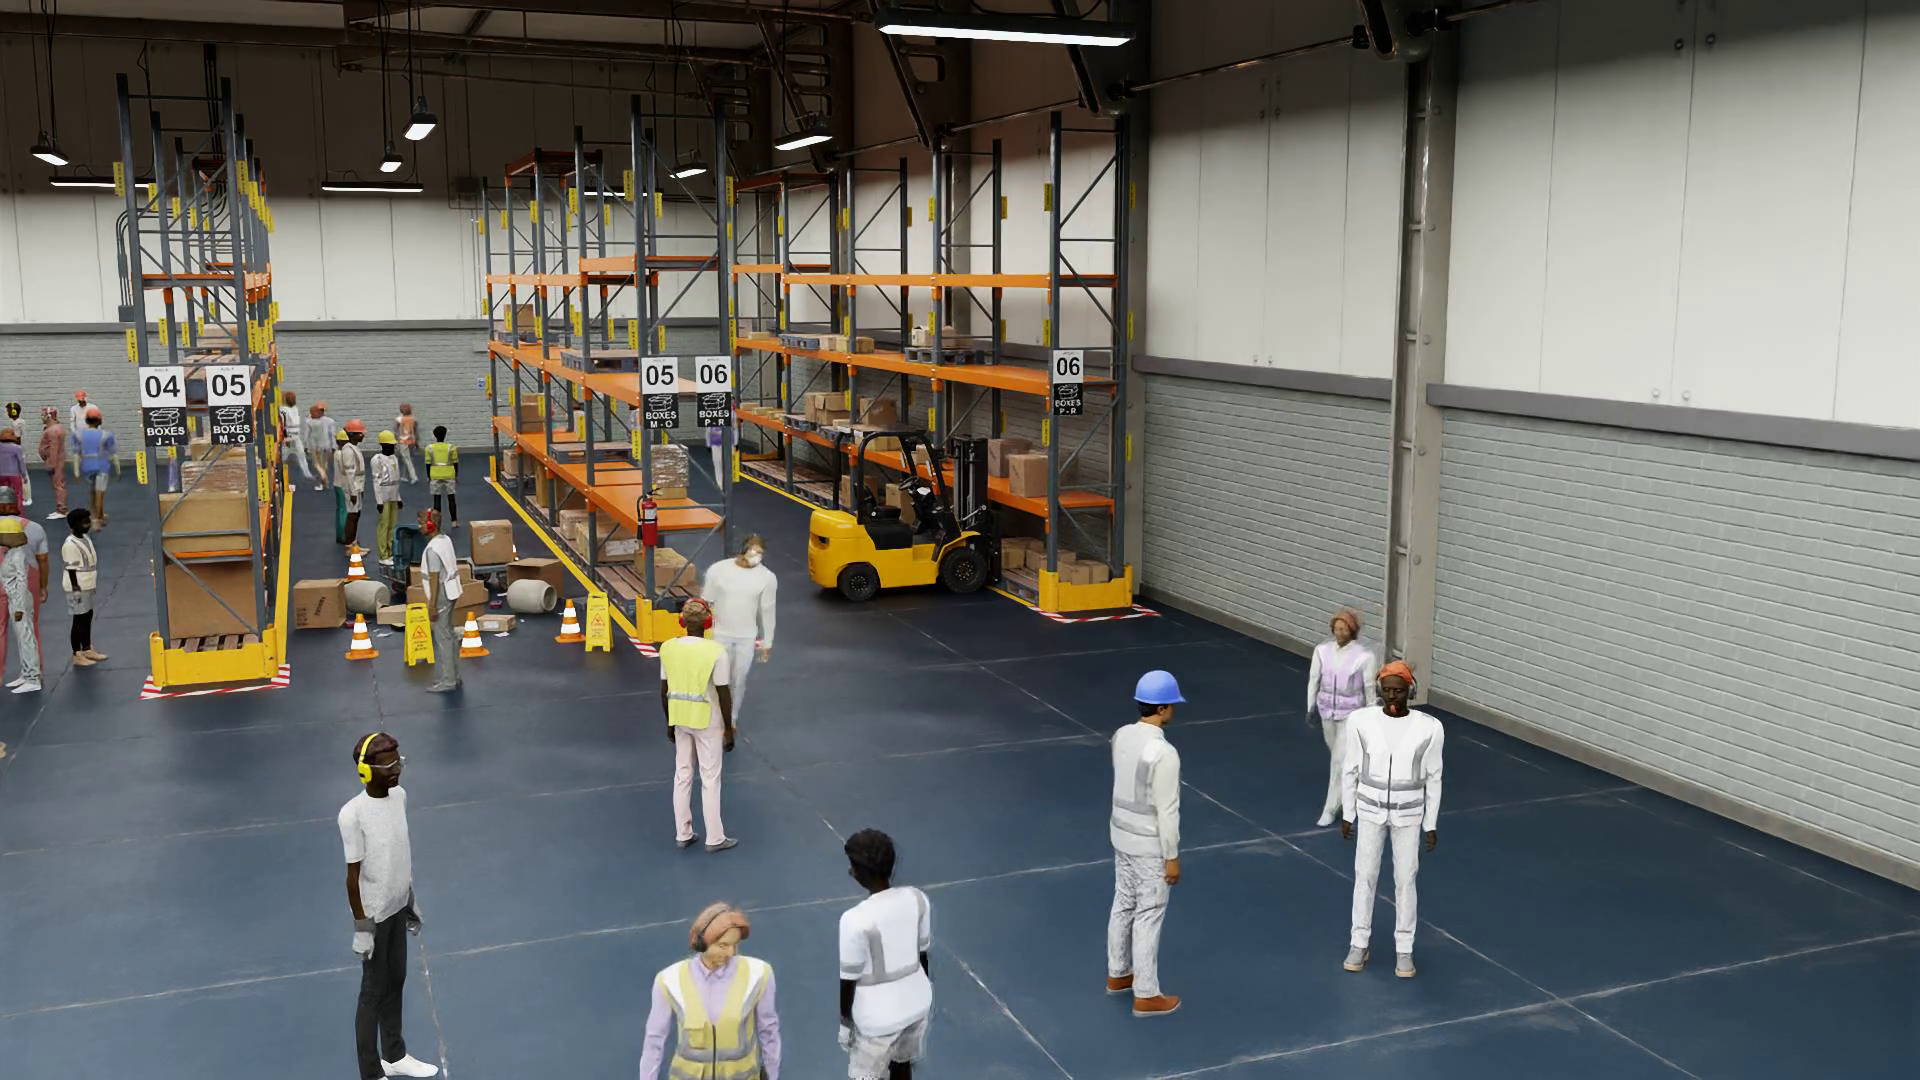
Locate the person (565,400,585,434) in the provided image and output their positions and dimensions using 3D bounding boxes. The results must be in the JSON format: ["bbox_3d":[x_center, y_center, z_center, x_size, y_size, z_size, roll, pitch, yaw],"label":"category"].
[{"bbox_3d":[-7.888,-2.099,34.135,0.266,1.631,0.507,6,11,35],"label":"person"}]

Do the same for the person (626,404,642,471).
[{"bbox_3d":[-6.403,-2.002,32.951,0.405,1.824,0.586,-3,10,-20],"label":"person"}]

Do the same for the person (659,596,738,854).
[{"bbox_3d":[-1.878,1.327,11.892,0.569,1.849,0.384,4,10,24],"label":"person"}]

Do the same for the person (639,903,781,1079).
[{"bbox_3d":[-1.012,2.263,6.723,0.579,1.610,0.641,-1,9,-5],"label":"person"}]

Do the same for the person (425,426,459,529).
[{"bbox_3d":[-8.441,-1.019,27.135,0.530,1.697,0.321,-2,9,-14],"label":"person"}]

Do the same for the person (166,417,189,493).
[{"bbox_3d":[-14.995,-1.838,31.919,0.532,1.827,0.838,0,9,-1],"label":"person"}]

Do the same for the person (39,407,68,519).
[{"bbox_3d":[-15.432,-1.308,28.304,0.409,1.908,0.639,-4,10,-21],"label":"person"}]

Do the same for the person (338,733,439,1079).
[{"bbox_3d":[-2.884,1.877,8.371,0.328,1.872,0.514,2,9,11],"label":"person"}]

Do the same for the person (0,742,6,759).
[{"bbox_3d":[-8.433,0.942,14.216,0.355,1.882,0.576,-5,10,-27],"label":"person"}]

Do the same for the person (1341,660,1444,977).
[{"bbox_3d":[2.541,1.639,9.831,0.574,1.883,0.356,3,10,19],"label":"person"}]

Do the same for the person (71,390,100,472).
[{"bbox_3d":[-18.402,-2.285,34.979,0.573,1.739,0.350,-1,9,-8],"label":"person"}]

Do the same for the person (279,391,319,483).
[{"bbox_3d":[-13.372,-2.049,33.205,1.001,1.837,0.593,2,9,14],"label":"person"}]

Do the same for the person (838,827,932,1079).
[{"bbox_3d":[-0.269,2.125,7.433,0.586,1.668,0.574,9,13,44],"label":"person"}]

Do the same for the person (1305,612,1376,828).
[{"bbox_3d":[2.920,1.322,12.718,0.526,1.600,0.832,7,11,38],"label":"person"}]

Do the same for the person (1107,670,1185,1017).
[{"bbox_3d":[1.061,1.687,9.370,0.421,1.939,0.609,-4,10,-22],"label":"person"}]

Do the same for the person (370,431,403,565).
[{"bbox_3d":[-8.185,-0.608,23.826,0.365,1.928,0.586,2,9,11],"label":"person"}]

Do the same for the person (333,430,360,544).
[{"bbox_3d":[-9.496,-0.819,25.664,0.331,1.768,0.526,-6,11,-32],"label":"person"}]

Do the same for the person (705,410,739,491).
[{"bbox_3d":[-4.569,-1.846,31.915,0.651,1.832,0.448,-2,9,-11],"label":"person"}]

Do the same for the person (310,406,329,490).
[{"bbox_3d":[-12.379,-1.776,32.130,0.277,1.627,0.502,-4,10,-22],"label":"person"}]

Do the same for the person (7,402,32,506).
[{"bbox_3d":[-16.927,-1.542,29.895,0.324,1.870,0.514,-3,10,-19],"label":"person"}]

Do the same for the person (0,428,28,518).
[{"bbox_3d":[-15.693,-1.037,27.487,0.504,1.628,0.279,0,9,1],"label":"person"}]

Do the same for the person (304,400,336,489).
[{"bbox_3d":[-12.356,-1.835,32.173,0.570,1.728,0.685,-8,12,-41],"label":"person"}]

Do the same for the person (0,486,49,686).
[{"bbox_3d":[-9.606,0.447,16.834,0.685,2.000,0.535,-7,11,-37],"label":"person"}]

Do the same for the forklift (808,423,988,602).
[{"bbox_3d":[-0.830,-0.399,21.676,2.313,2.155,1.214,-4,10,-21],"label":"forklift"}]

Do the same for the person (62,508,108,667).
[{"bbox_3d":[-9.307,0.500,17.613,0.319,1.689,0.539,-1,9,-9],"label":"person"}]

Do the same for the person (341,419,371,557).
[{"bbox_3d":[-8.880,-0.760,24.479,0.411,2.034,0.604,-2,9,-11],"label":"person"}]

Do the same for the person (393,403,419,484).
[{"bbox_3d":[-10.976,-1.910,33.044,0.822,1.608,0.519,7,12,38],"label":"person"}]

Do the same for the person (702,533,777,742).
[{"bbox_3d":[-1.961,0.870,14.656,0.714,1.882,0.540,-2,9,-15],"label":"person"}]

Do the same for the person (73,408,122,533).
[{"bbox_3d":[-13.996,-1.142,27.011,0.635,1.983,1.069,-2,9,-12],"label":"person"}]

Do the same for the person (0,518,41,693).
[{"bbox_3d":[-9.376,0.644,16.527,0.295,1.744,0.484,-6,11,-35],"label":"person"}]

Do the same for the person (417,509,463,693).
[{"bbox_3d":[-5.164,0.596,16.561,0.393,1.836,0.568,-1,9,-8],"label":"person"}]
